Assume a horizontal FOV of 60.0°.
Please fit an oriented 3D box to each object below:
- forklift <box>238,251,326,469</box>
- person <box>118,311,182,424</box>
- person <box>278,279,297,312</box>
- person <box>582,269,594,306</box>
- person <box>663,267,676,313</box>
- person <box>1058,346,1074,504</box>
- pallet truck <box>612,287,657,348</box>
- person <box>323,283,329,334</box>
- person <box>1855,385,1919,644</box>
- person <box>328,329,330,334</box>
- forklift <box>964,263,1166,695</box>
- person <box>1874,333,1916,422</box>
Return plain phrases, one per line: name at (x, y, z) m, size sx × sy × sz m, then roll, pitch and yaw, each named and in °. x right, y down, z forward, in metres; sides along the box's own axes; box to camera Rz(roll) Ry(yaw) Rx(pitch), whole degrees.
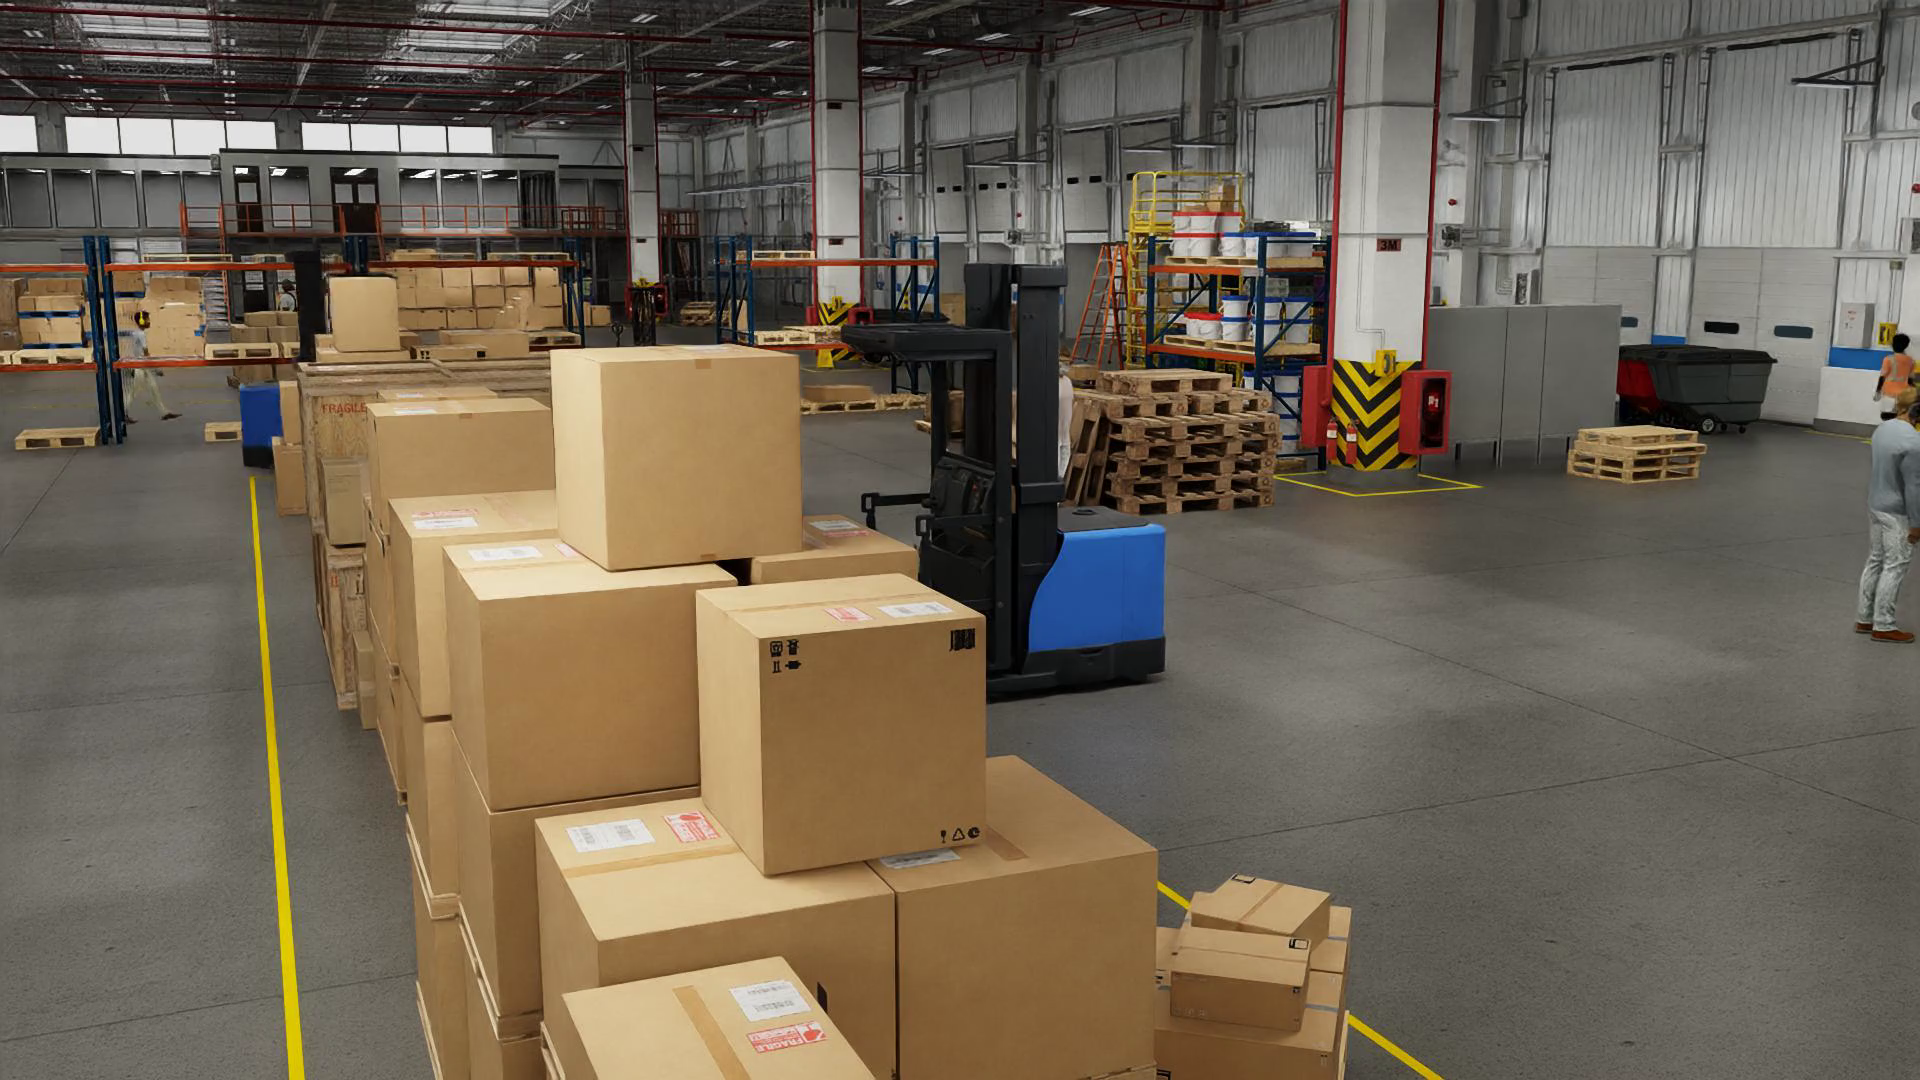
forklift at (-8.576, -2.418, 22.014) m, size 1.873 × 2.768 × 1.129 m, roll -4°, pitch 11°, yaw -23°
person at (-13.302, -2.805, 27.080) m, size 0.966 × 1.825 × 0.501 m, roll -5°, pitch 12°, yaw -26°
person at (-16.212, -5.294, 40.181) m, size 0.536 × 2.000 × 0.688 m, roll 3°, pitch 11°, yaw 14°
person at (-13.248, -8.695, 59.305) m, size 0.584 × 1.911 × 0.391 m, roll 7°, pitch 12°, yaw 34°
person at (-11.735, -10.093, 67.182) m, size 0.504 × 1.840 × 0.344 m, roll 2°, pitch 10°, yaw 11°
person at (0.958, -0.987, 16.738) m, size 0.371 × 1.935 × 0.627 m, roll 5°, pitch 12°, yaw 28°
pallet truck at (-6.464, -4.406, 35.401) m, size 0.823 × 1.965 × 1.885 m, roll 6°, pitch 12°, yaw 32°
person at (-15.840, -5.505, 41.778) m, size 0.346 × 1.881 × 0.578 m, roll 9°, pitch 14°, yaw 41°
person at (6.960, -0.190, 12.368) m, size 0.371 × 1.930 × 0.636 m, roll 0°, pitch 10°, yaw 2°
person at (-16.442, -5.865, 43.714) m, size 0.616 × 1.898 × 0.998 m, roll 8°, pitch 13°, yaw 39°
forklift at (0.362, -0.447, 11.148) m, size 1.873 × 2.768 × 1.129 m, roll -4°, pitch 11°, yaw -23°
person at (13.181, -2.064, 23.368) m, size 0.534 × 1.677 × 0.706 m, roll -4°, pitch 11°, yaw -19°
